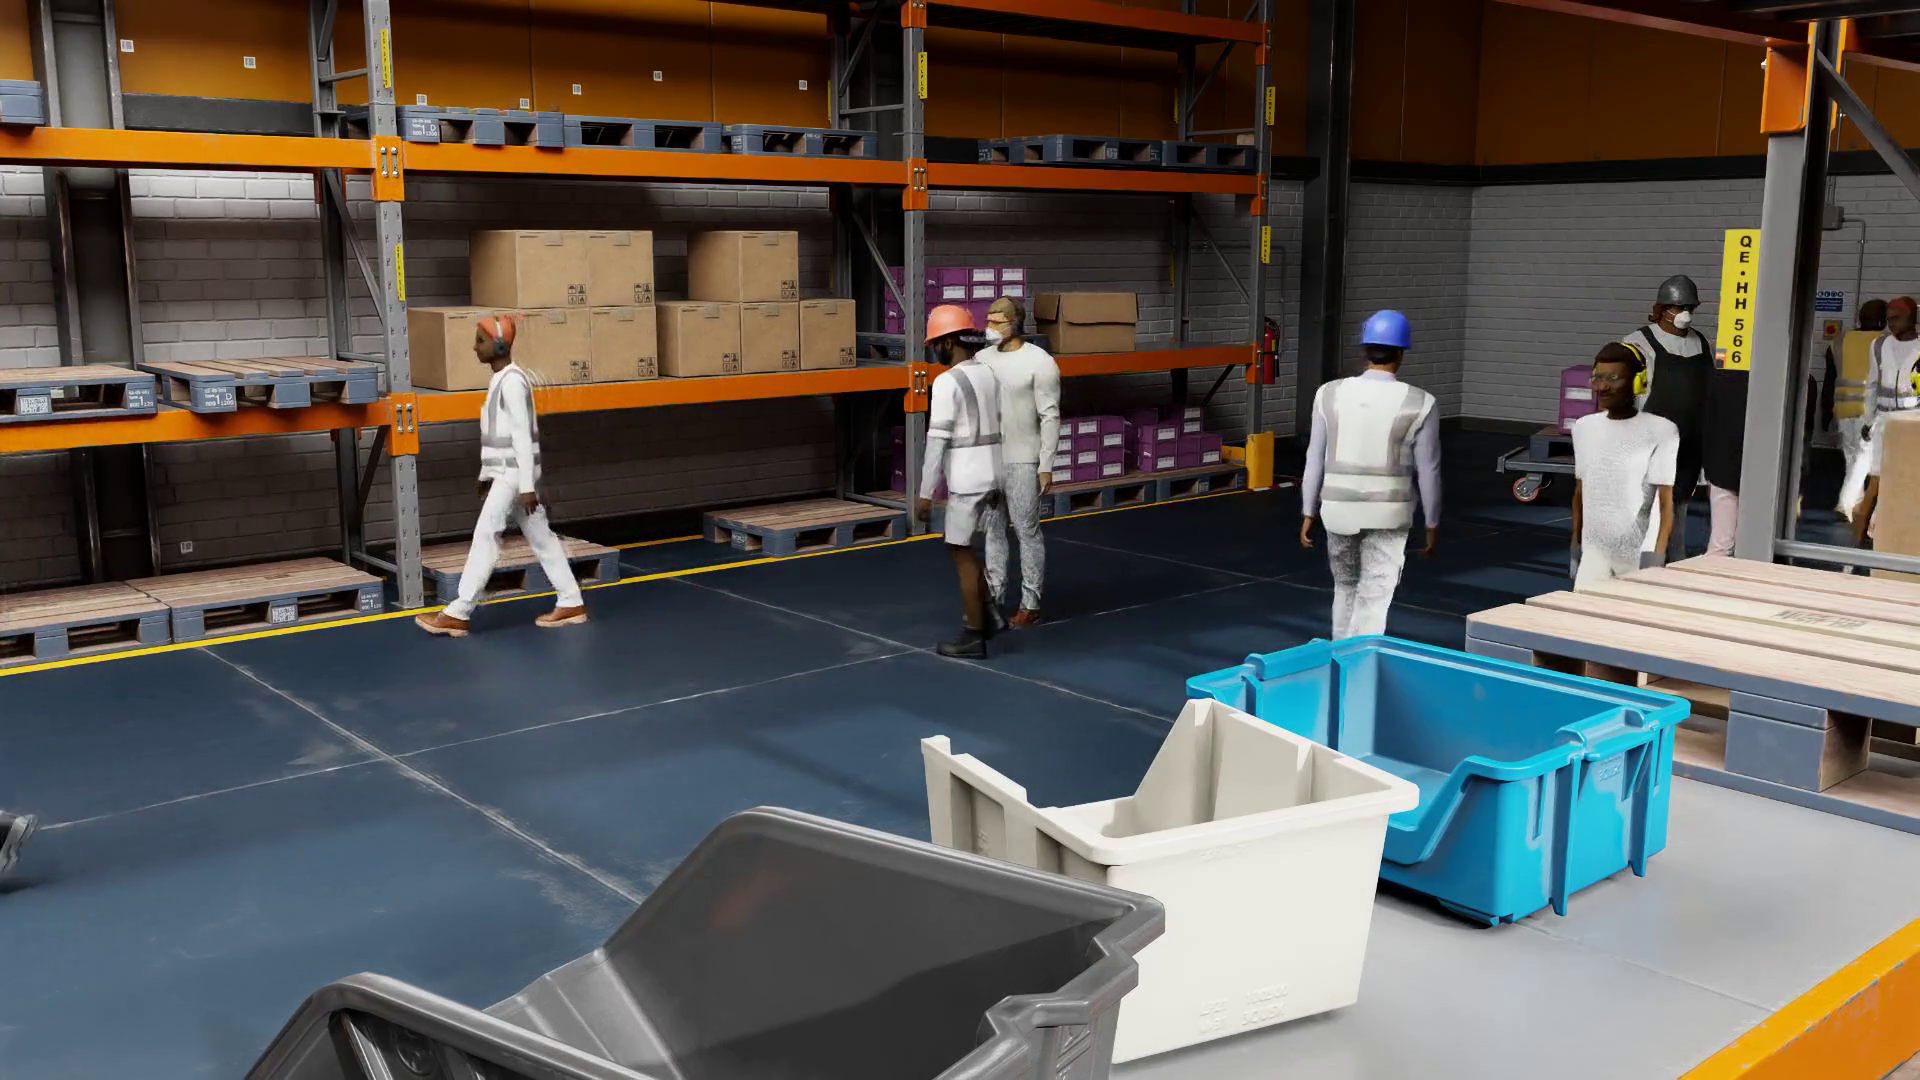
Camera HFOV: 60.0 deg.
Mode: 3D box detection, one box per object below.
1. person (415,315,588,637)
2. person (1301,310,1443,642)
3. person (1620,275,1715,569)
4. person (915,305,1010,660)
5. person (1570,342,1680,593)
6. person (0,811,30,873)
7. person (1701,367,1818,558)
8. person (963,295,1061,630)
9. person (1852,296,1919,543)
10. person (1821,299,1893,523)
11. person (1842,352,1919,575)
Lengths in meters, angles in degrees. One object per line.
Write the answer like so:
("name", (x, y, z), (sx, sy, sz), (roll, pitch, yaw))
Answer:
("person", (-2.621, -0.366, 9.530), (0.978, 1.829, 0.598), (-3, 11, -18))
("person", (1.971, -0.121, 7.889), (0.641, 1.920, 0.653), (6, 12, 30))
("person", (4.569, -0.678, 10.689), (0.681, 2.000, 0.538), (-2, 10, -13))
("person", (0.005, -0.306, 8.993), (0.484, 1.903, 0.637), (5, 11, 25))
("person", (2.792, 0.074, 7.101), (0.973, 1.820, 0.537), (-9, 14, -41))
("person", (-3.563, 0.384, 5.379), (0.803, 1.809, 0.586), (-5, 11, -28))
("person", (4.194, -0.304, 8.871), (0.885, 1.975, 0.624), (-8, 13, -38))
("person", (0.288, -0.447, 9.679), (0.637, 1.936, 0.355), (8, 13, 39))
("person", (7.057, -0.884, 12.399), (0.977, 1.826, 0.724), (-8, 13, -37))
("person", (7.304, -1.047, 13.456), (0.961, 1.804, 0.622), (-8, 13, -37))
("person", (4.168, 0.077, 7.042), (0.701, 1.823, 0.810), (10, 14, 43))
